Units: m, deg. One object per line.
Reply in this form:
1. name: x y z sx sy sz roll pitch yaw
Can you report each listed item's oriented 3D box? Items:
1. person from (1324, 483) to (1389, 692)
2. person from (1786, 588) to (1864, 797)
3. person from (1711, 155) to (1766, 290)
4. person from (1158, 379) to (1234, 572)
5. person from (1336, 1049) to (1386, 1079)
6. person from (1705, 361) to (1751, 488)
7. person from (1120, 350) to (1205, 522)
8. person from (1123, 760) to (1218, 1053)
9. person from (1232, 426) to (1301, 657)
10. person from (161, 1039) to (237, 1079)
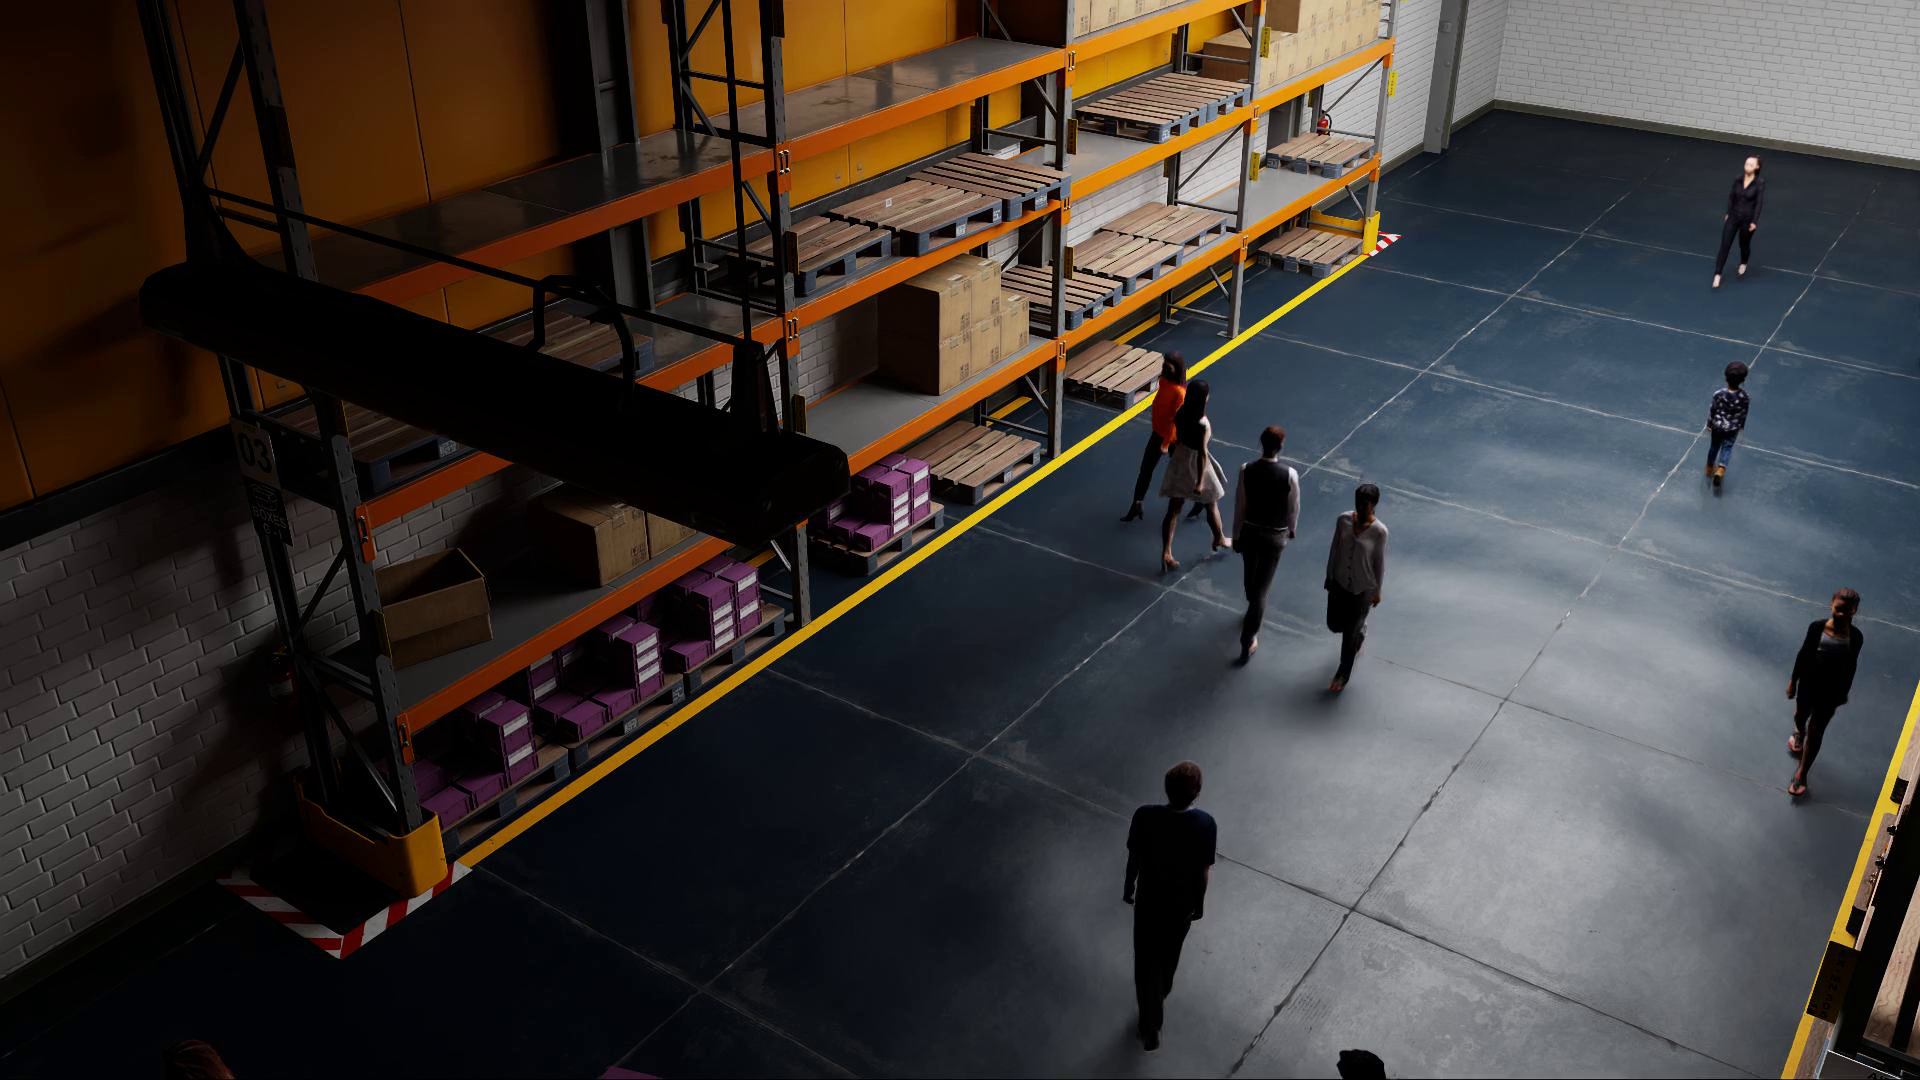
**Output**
1. person: 3.110 0.308 13.000 0.634 1.755 0.913 18 33 30
2. person: 6.200 1.001 11.966 0.574 1.528 1.048 17 33 28
3. person: 9.911 -4.019 21.024 0.697 1.668 1.115 25 37 37
4. person: 1.934 -0.528 14.543 1.123 1.744 0.853 -19 34 -31
5. person: 2.080 3.084 8.442 0.509 1.246 0.614 -16 33 -27
6. person: 7.450 -1.117 16.156 0.561 1.235 0.831 13 31 23
7. person: 2.026 -0.925 15.316 1.182 1.703 0.967 -12 31 -20
8. person: 1.190 2.122 9.588 0.999 1.838 1.188 3 29 5
9. person: 2.421 0.039 13.360 0.738 1.883 1.237 13 31 22
10. person: -3.447 3.033 8.052 0.967 1.709 0.772 -21 35 -34
